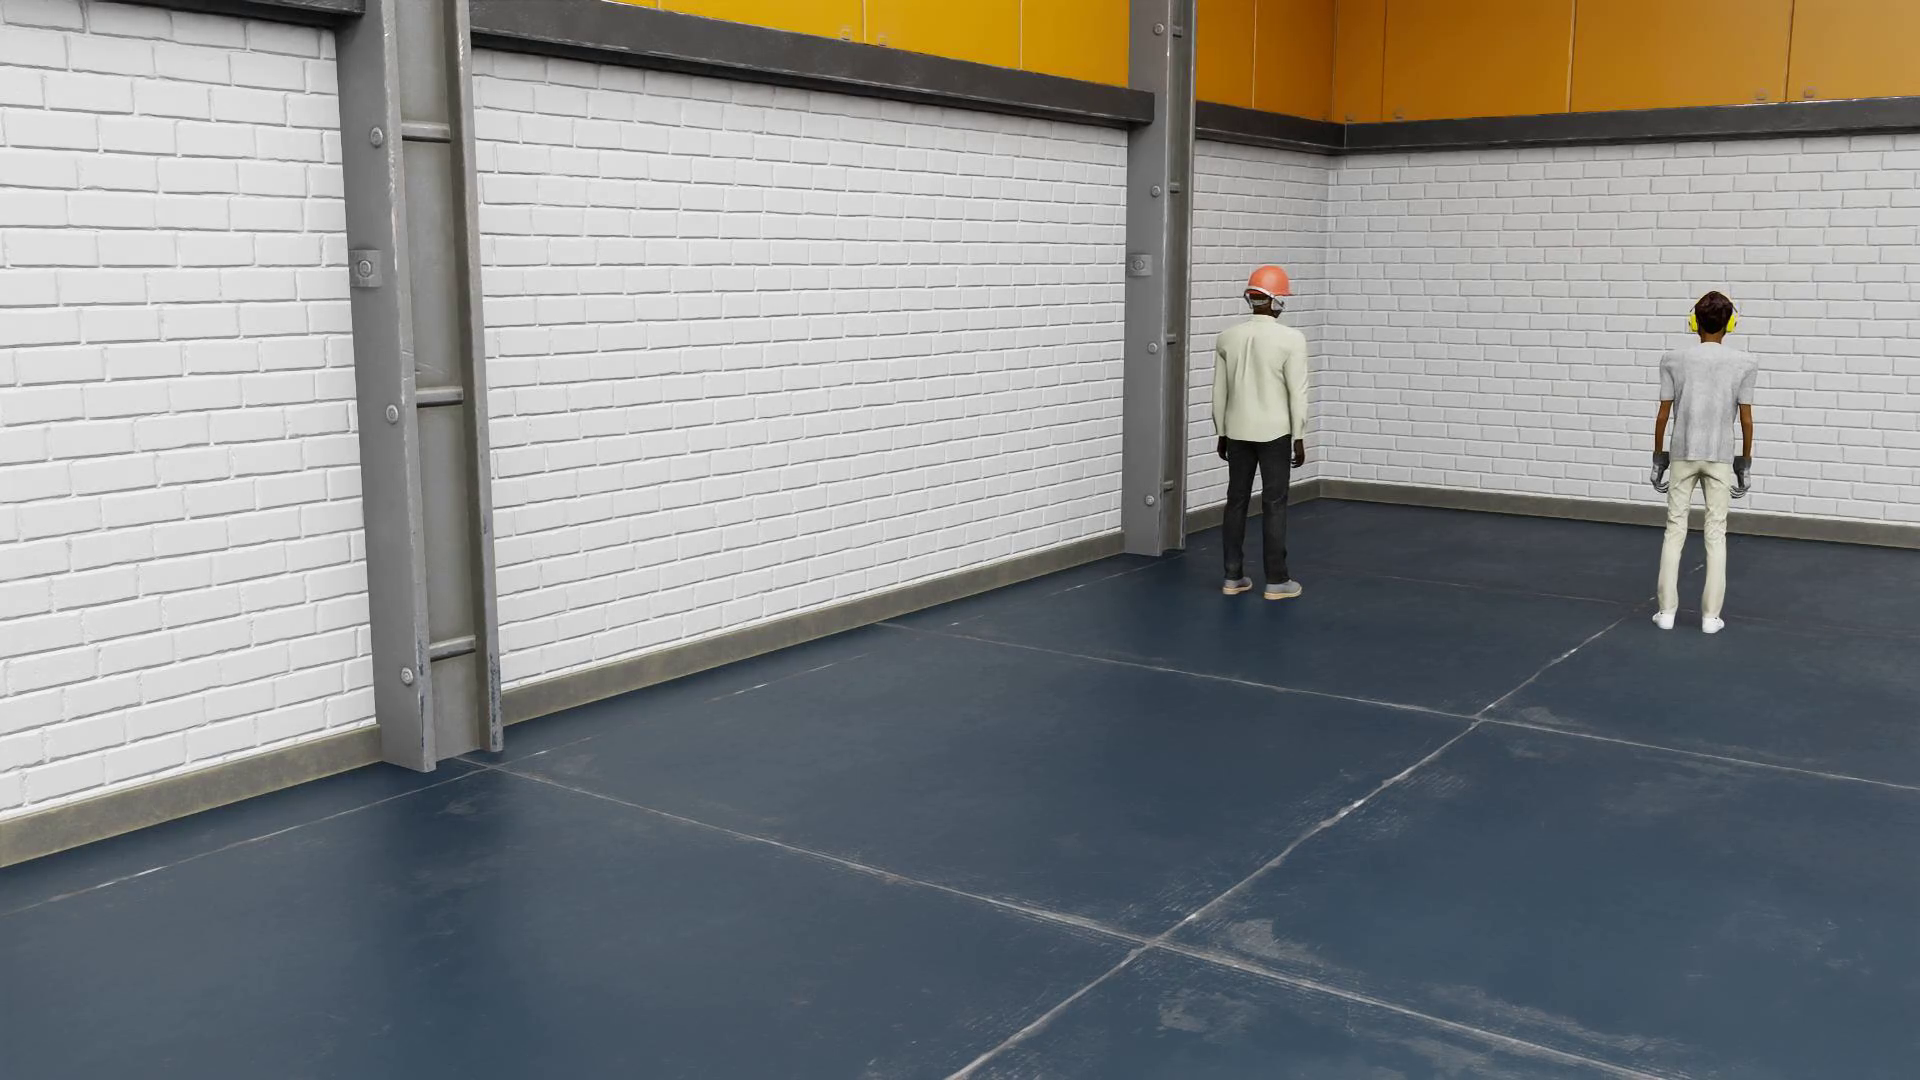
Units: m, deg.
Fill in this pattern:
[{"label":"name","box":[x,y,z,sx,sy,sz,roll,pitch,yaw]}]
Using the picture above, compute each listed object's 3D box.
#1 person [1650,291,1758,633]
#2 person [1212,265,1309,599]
[{"label":"person","box":[4.058,-0.421,9.099,0.511,1.862,0.323,4,10,24]},{"label":"person","box":[1.815,-0.645,10.014,0.614,1.993,0.395,8,12,38]}]
